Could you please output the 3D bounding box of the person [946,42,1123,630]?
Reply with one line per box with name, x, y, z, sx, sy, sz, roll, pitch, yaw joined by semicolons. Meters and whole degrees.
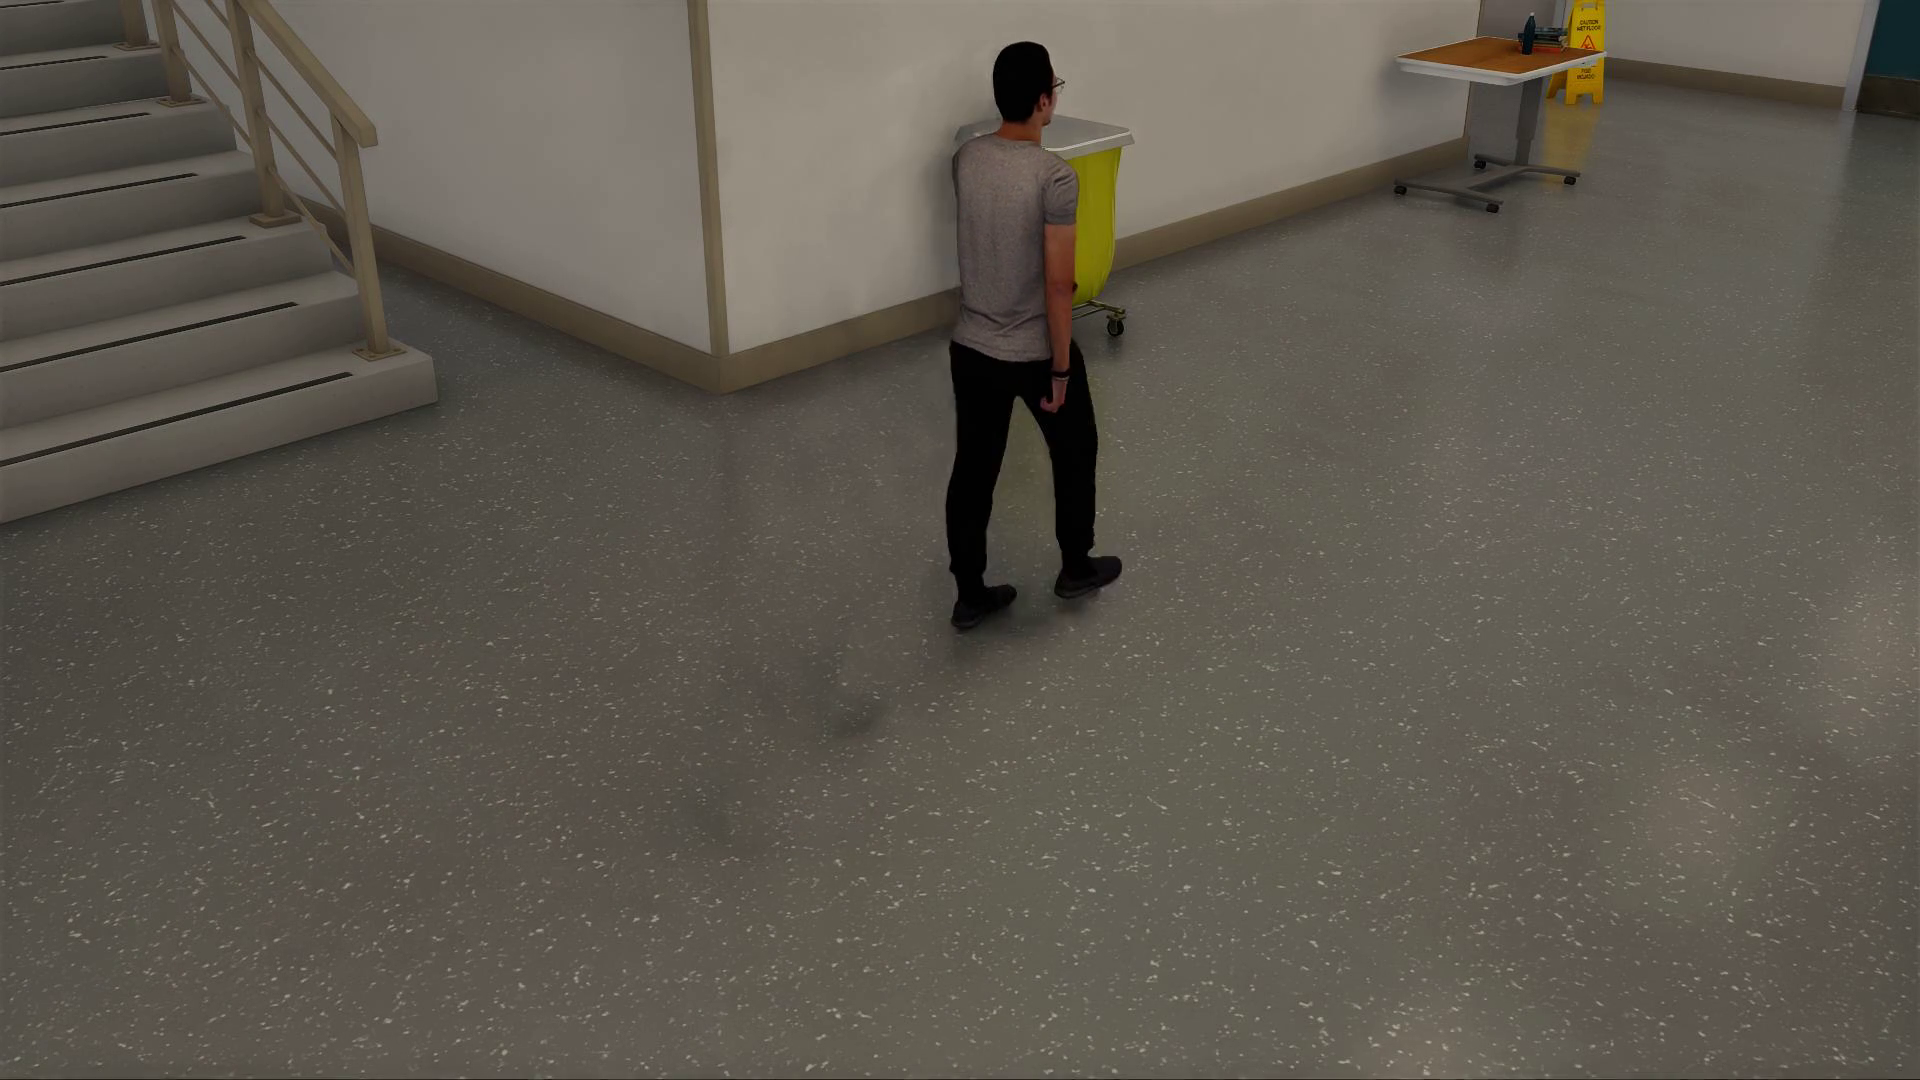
person;0.100;-0.531;4.840;0.816;1.736;0.759;17;30;31
